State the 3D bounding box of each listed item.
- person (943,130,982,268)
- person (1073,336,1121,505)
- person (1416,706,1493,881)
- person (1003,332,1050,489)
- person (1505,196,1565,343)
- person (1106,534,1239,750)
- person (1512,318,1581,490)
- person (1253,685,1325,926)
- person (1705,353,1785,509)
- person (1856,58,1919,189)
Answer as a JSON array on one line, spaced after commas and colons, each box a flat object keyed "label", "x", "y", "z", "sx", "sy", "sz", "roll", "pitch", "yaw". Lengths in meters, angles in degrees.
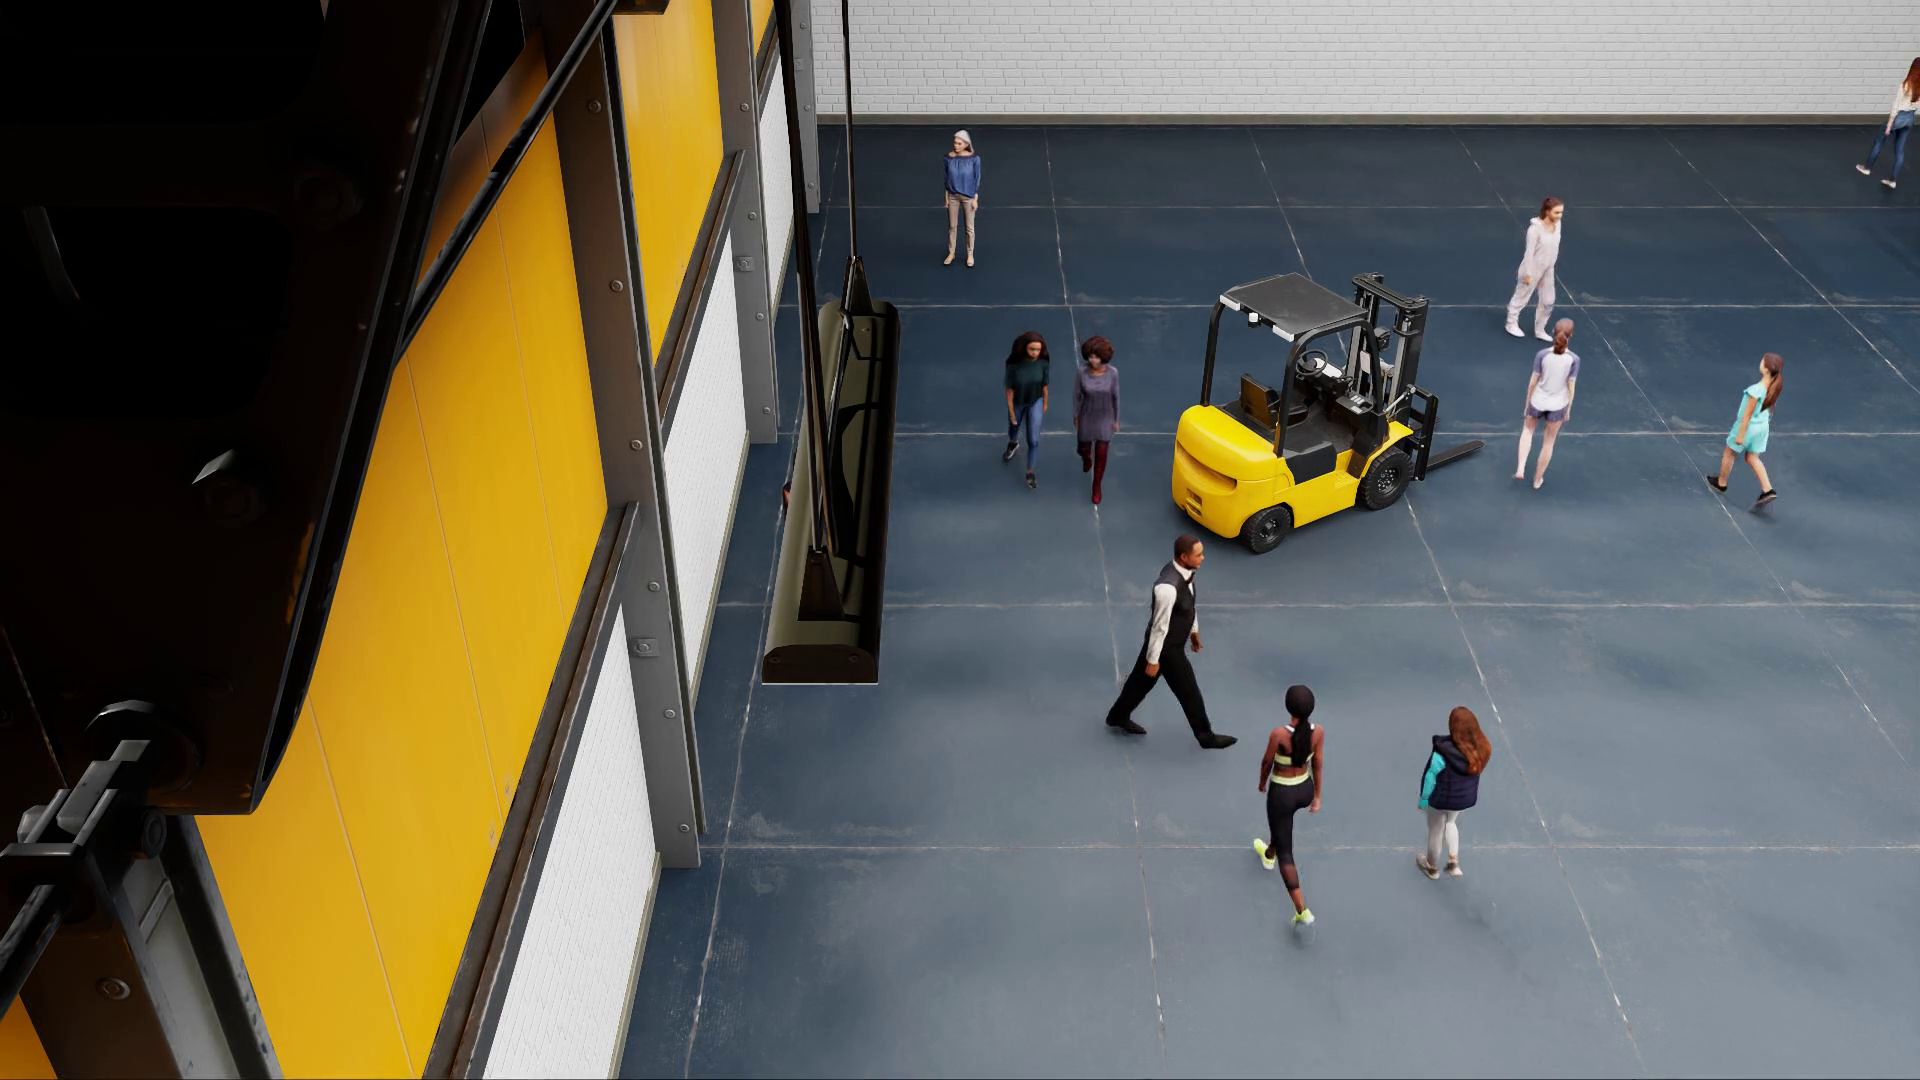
[{"label": "person", "x": 0.020, "y": -4.136, "z": 20.084, "sx": 0.660, "sy": 1.700, "sz": 0.630, "roll": 7, "pitch": 34, "yaw": 10}, {"label": "person", "x": 1.280, "y": -1.169, "z": 15.622, "sx": 0.609, "sy": 1.697, "sz": 0.770, "roll": 1, "pitch": 34, "yaw": 2}, {"label": "person", "x": 3.384, "y": 1.778, "z": 11.368, "sx": 0.683, "sy": 1.498, "sz": 0.732, "roll": -12, "pitch": 36, "yaw": -18}, {"label": "person", "x": 0.609, "y": -1.327, "z": 15.976, "sx": 0.621, "sy": 1.568, "sz": 1.022, "roll": 2, "pitch": 34, "yaw": 3}, {"label": "person", "x": 6.347, "y": -3.048, "z": 18.474, "sx": 0.840, "sy": 1.669, "sz": 0.930, "roll": -17, "pitch": 37, "yaw": -23}, {"label": "person", "x": 1.469, "y": 0.763, "z": 12.570, "sx": 1.045, "sy": 1.859, "sz": 1.308, "roll": 11, "pitch": 35, "yaw": 16}, {"label": "person", "x": 5.526, "y": -1.231, "z": 15.666, "sx": 0.697, "sy": 1.753, "sz": 0.757, "roll": 14, "pitch": 36, "yaw": 21}, {"label": "person", "x": 2.236, "y": 1.802, "z": 11.142, "sx": 0.784, "sy": 1.709, "sz": 1.228, "roll": -10, "pitch": 35, "yaw": -14}, {"label": "person", "x": 7.450, "y": -1.013, "z": 15.529, "sx": 0.808, "sy": 1.540, "sz": 1.053, "roll": -14, "pitch": 36, "yaw": -20}, {"label": "person", "x": 12.600, "y": -5.535, "z": 22.186, "sx": 0.682, "sy": 1.702, "sz": 0.970, "roll": -5, "pitch": 34, "yaw": -7}]
